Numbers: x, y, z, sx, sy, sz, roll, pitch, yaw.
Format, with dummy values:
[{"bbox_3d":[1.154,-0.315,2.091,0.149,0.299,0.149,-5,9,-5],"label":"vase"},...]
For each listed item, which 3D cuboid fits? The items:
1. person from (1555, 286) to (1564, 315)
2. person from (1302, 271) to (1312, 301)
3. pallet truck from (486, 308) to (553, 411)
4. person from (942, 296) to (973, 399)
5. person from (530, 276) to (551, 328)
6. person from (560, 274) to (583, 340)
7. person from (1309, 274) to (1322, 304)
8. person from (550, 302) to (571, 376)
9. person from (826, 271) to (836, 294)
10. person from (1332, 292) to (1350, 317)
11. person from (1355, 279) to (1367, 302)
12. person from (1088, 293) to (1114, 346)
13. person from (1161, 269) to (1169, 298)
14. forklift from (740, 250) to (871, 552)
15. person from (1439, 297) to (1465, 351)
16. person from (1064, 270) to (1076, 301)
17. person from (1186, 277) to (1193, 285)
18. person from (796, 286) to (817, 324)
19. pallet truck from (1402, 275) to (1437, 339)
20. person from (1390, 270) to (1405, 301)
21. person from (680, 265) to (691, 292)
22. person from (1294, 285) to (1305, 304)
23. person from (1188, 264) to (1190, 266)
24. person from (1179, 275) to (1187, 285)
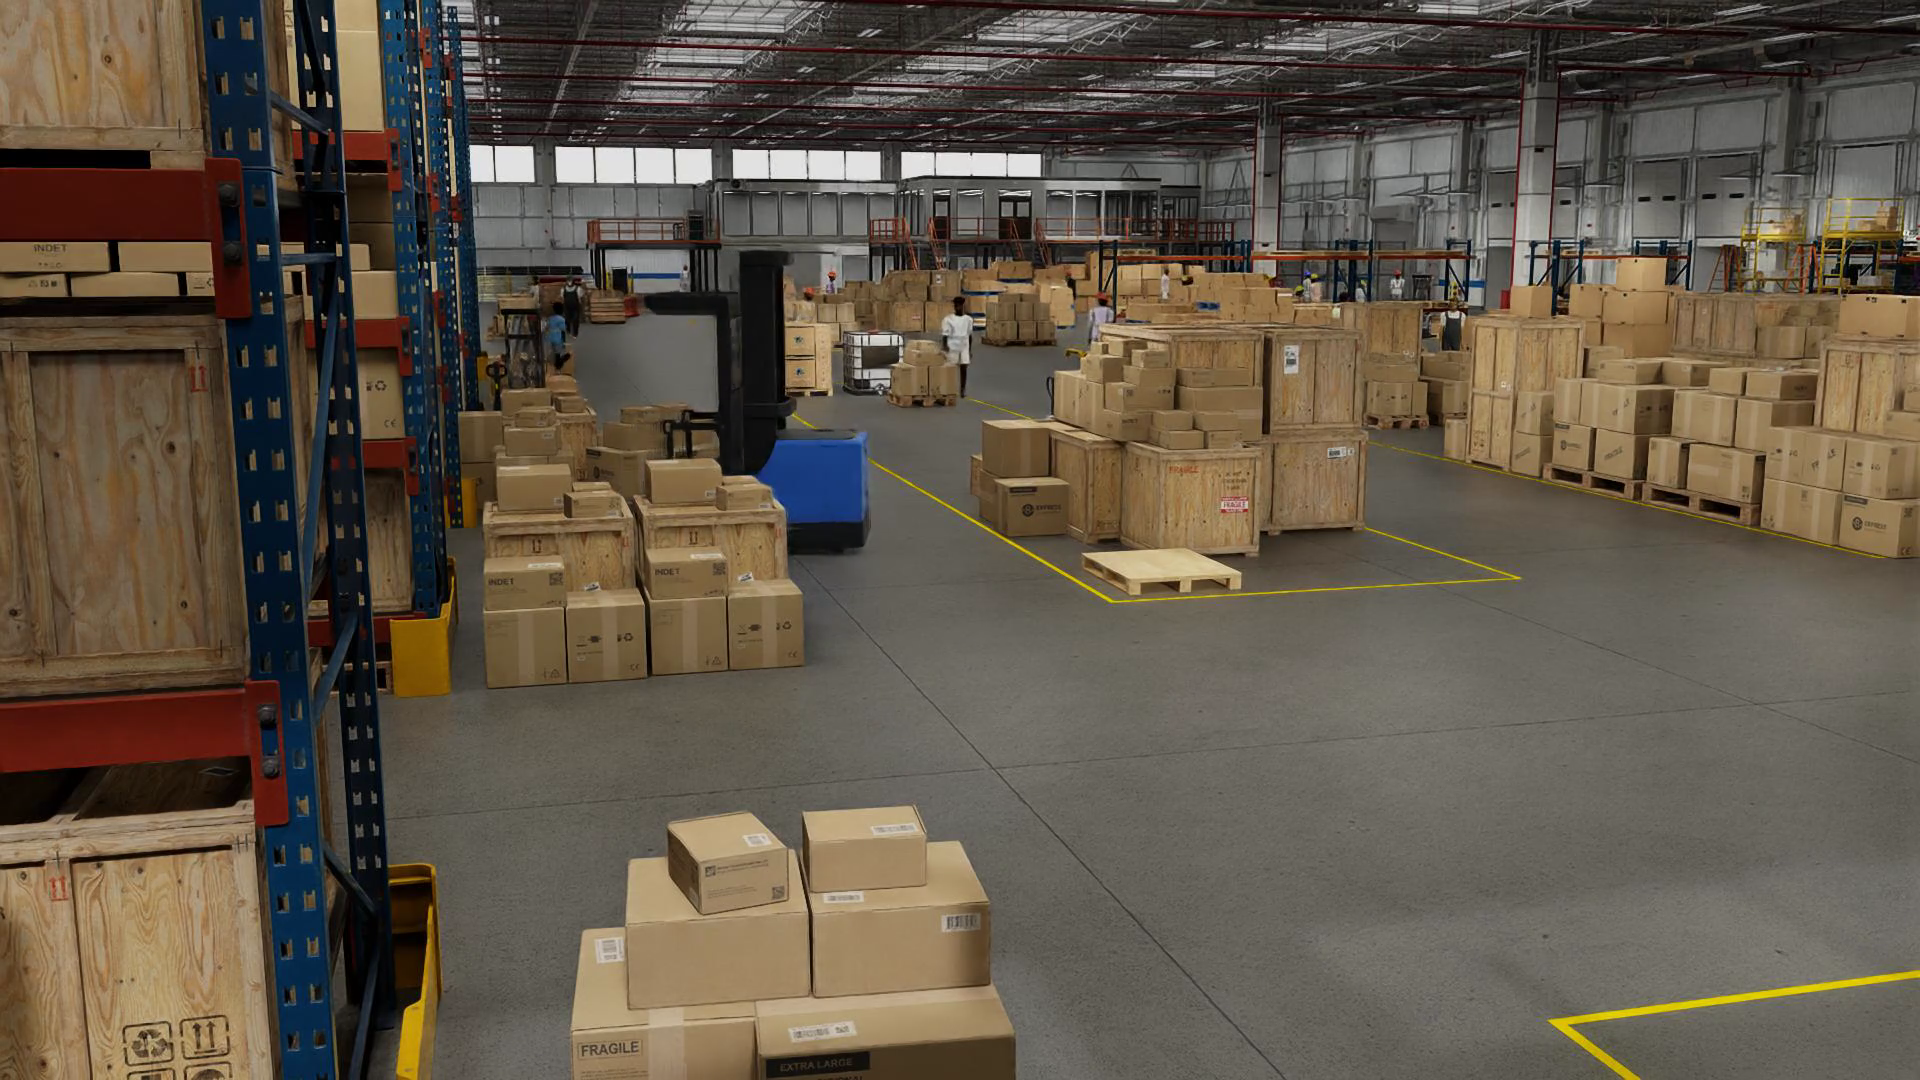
[{"bbox_3d":[17.639,-6.627,49.052,0.321,1.695,0.530,-1,10,-4],"label":"person"},{"bbox_3d":[13.225,-9.267,63.285,0.616,1.945,0.404,-8,13,-37],"label":"person"},{"bbox_3d":[-6.242,-2.418,24.362,0.823,1.965,1.885,1,10,3],"label":"pallet truck"},{"bbox_3d":[-0.056,-3.652,31.500,0.610,1.945,0.718,-4,11,-19],"label":"person"},{"bbox_3d":[-14.654,-8.224,57.746,0.961,1.819,0.507,6,11,29],"label":"person"},{"bbox_3d":[-11.925,-7.158,51.085,0.691,2.000,0.538,-1,10,-4],"label":"person"},{"bbox_3d":[12.816,-8.636,59.918,0.592,1.886,0.963,-5,11,-27],"label":"person"},{"bbox_3d":[-8.605,-4.275,35.749,0.540,1.685,0.361,9,14,42],"label":"person"},{"bbox_3d":[-4.438,-8.285,57.506,0.417,2.034,0.603,1,10,3],"label":"person"},{"bbox_3d":[7.937,-4.202,34.692,0.371,1.916,0.597,-4,11,-22],"label":"person"},{"bbox_3d":[14.094,-8.287,58.397,0.490,1.722,0.735,-3,11,-19],"label":"person"},{"bbox_3d":[3.044,-4.398,35.956,0.577,1.872,1.052,3,11,18],"label":"person"},{"bbox_3d":[8.701,-10.528,70.483,0.373,1.934,0.630,-1,10,-6],"label":"person"},{"bbox_3d":[-1.824,-1.340,15.760,1.873,2.768,1.129,0,10,1],"label":"forklift"},{"bbox_3d":[10.050,-4.035,33.978,0.507,1.838,0.351,1,10,4],"label":"person"},{"bbox_3d":[4.063,-9.280,63.318,0.627,1.965,0.763,-10,14,-44],"label":"person"},{"bbox_3d":[8.009,-8.391,58.733,0.833,1.814,0.627,7,12,36],"label":"person"},{"bbox_3d":[-3.667,-5.082,39.663,0.552,1.919,0.442,-9,13,-41],"label":"person"},{"bbox_3d":[14.620,-7.324,52.145,0.823,1.965,1.885,8,13,40],"label":"pallet truck"},{"bbox_3d":[17.938,-10.115,68.262,0.558,1.880,1.012,3,10,17],"label":"person"},{"bbox_3d":[-14.625,-13.685,88.546,0.599,1.859,0.417,-3,10,-17],"label":"person"},{"bbox_3d":[9.637,-6.341,47.243,0.329,1.765,0.533,1,10,7],"label":"person"},{"bbox_3d":[11.581,-13.049,84.558,0.622,1.996,0.369,-7,12,-34],"label":"person"},{"bbox_3d":[7.539,-7.987,56.128,0.618,1.911,0.487,3,10,14],"label":"person"}]
